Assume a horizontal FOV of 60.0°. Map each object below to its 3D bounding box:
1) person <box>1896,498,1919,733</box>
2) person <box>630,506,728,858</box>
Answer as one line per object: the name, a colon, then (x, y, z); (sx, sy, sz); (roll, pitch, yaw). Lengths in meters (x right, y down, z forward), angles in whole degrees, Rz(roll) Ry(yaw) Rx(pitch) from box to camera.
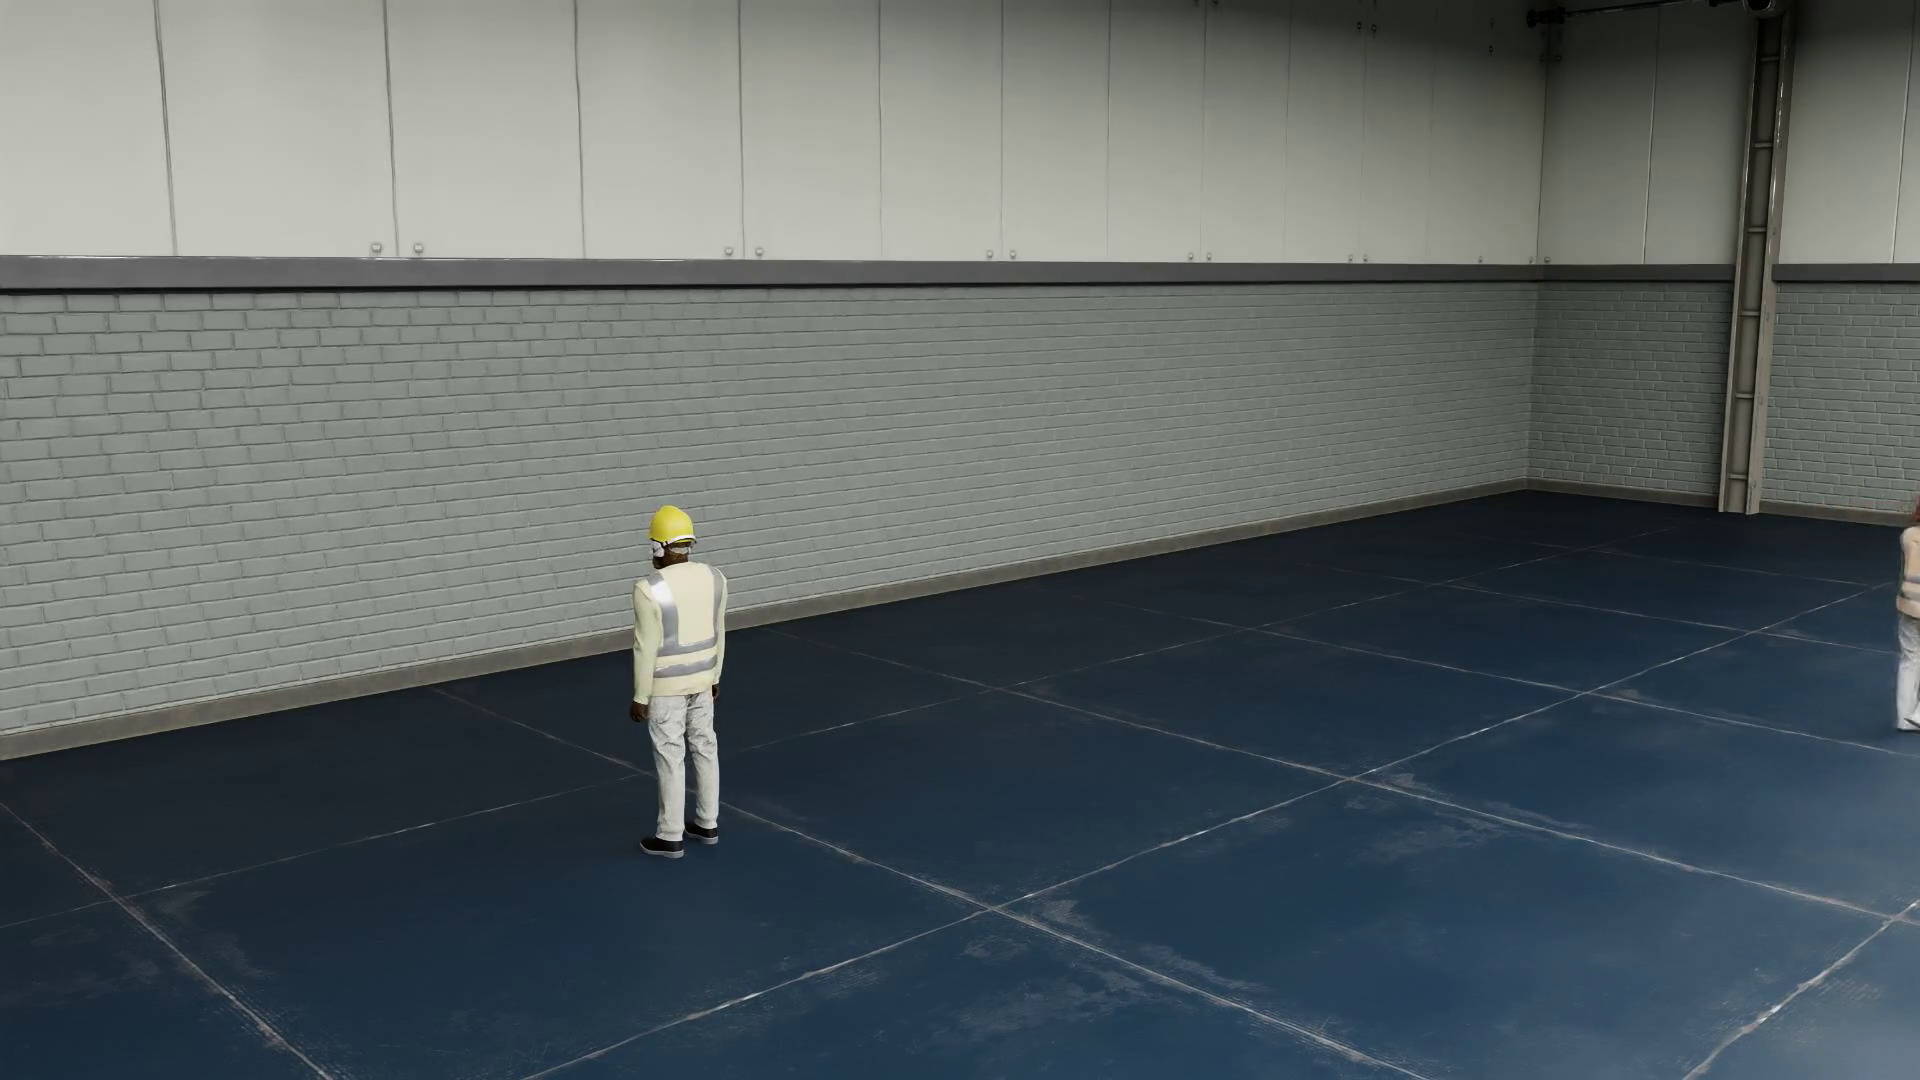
person: (6.328, 0.475, 10.863); (0.389, 1.625, 0.548); (-1, 9, -9)
person: (-1.480, 0.733, 8.666); (0.403, 1.834, 0.587); (7, 12, 39)
